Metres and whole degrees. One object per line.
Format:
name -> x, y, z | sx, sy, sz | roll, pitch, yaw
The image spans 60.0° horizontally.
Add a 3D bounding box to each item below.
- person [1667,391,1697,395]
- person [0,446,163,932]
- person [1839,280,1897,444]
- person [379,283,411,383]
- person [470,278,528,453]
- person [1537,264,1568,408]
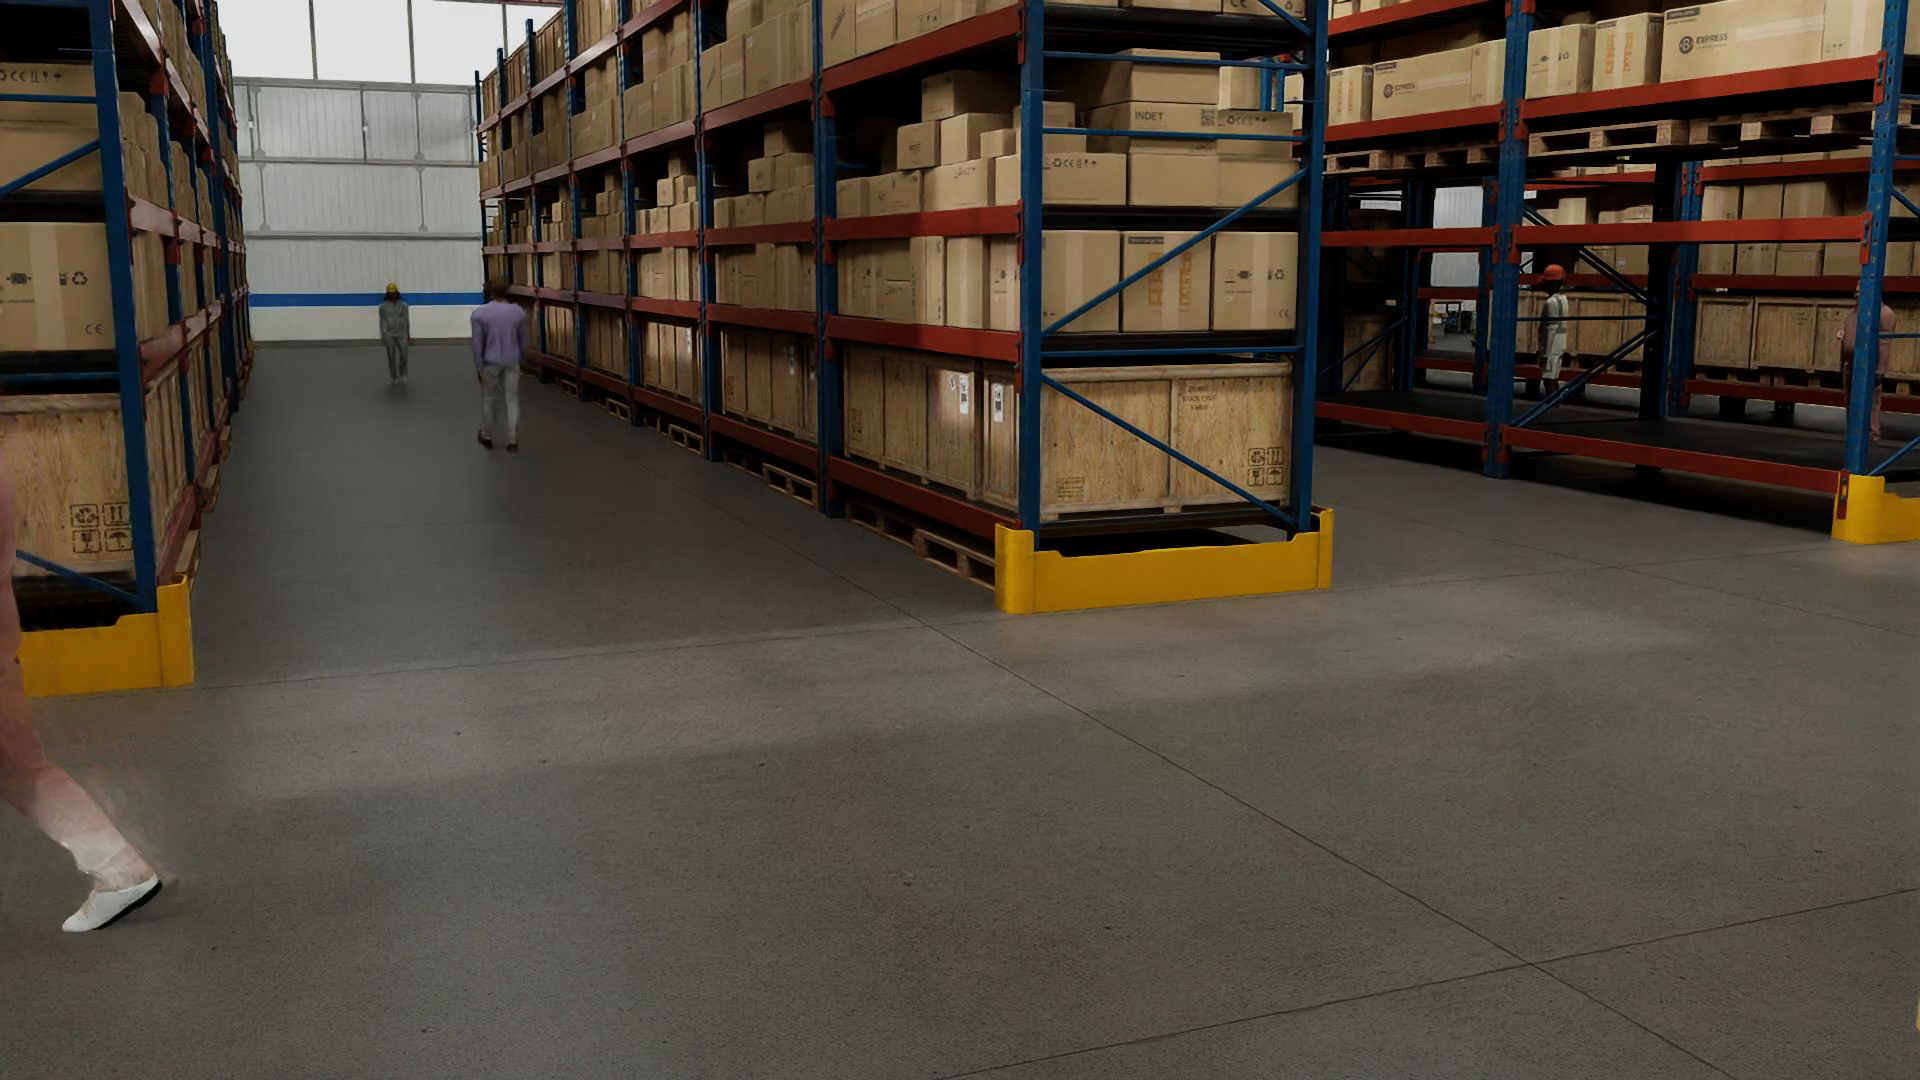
person -> 11.492, -3.126, 26.228 | 0.537, 1.668, 0.817 | -5, 11, -28
person -> -2.970, 0.318, 5.005 | 0.969, 1.867, 0.656 | -5, 11, -25
person -> 9.714, -1.853, 17.921 | 0.402, 1.900, 0.636 | -3, 10, -16
person -> -9.625, -3.505, 28.360 | 0.510, 1.708, 0.830 | -4, 10, -24
person -> -5.087, -1.927, 18.351 | 0.652, 1.884, 1.001 | -5, 11, -30
person -> 7.134, -2.299, 20.125 | 0.370, 2.048, 0.608 | 5, 11, 29
